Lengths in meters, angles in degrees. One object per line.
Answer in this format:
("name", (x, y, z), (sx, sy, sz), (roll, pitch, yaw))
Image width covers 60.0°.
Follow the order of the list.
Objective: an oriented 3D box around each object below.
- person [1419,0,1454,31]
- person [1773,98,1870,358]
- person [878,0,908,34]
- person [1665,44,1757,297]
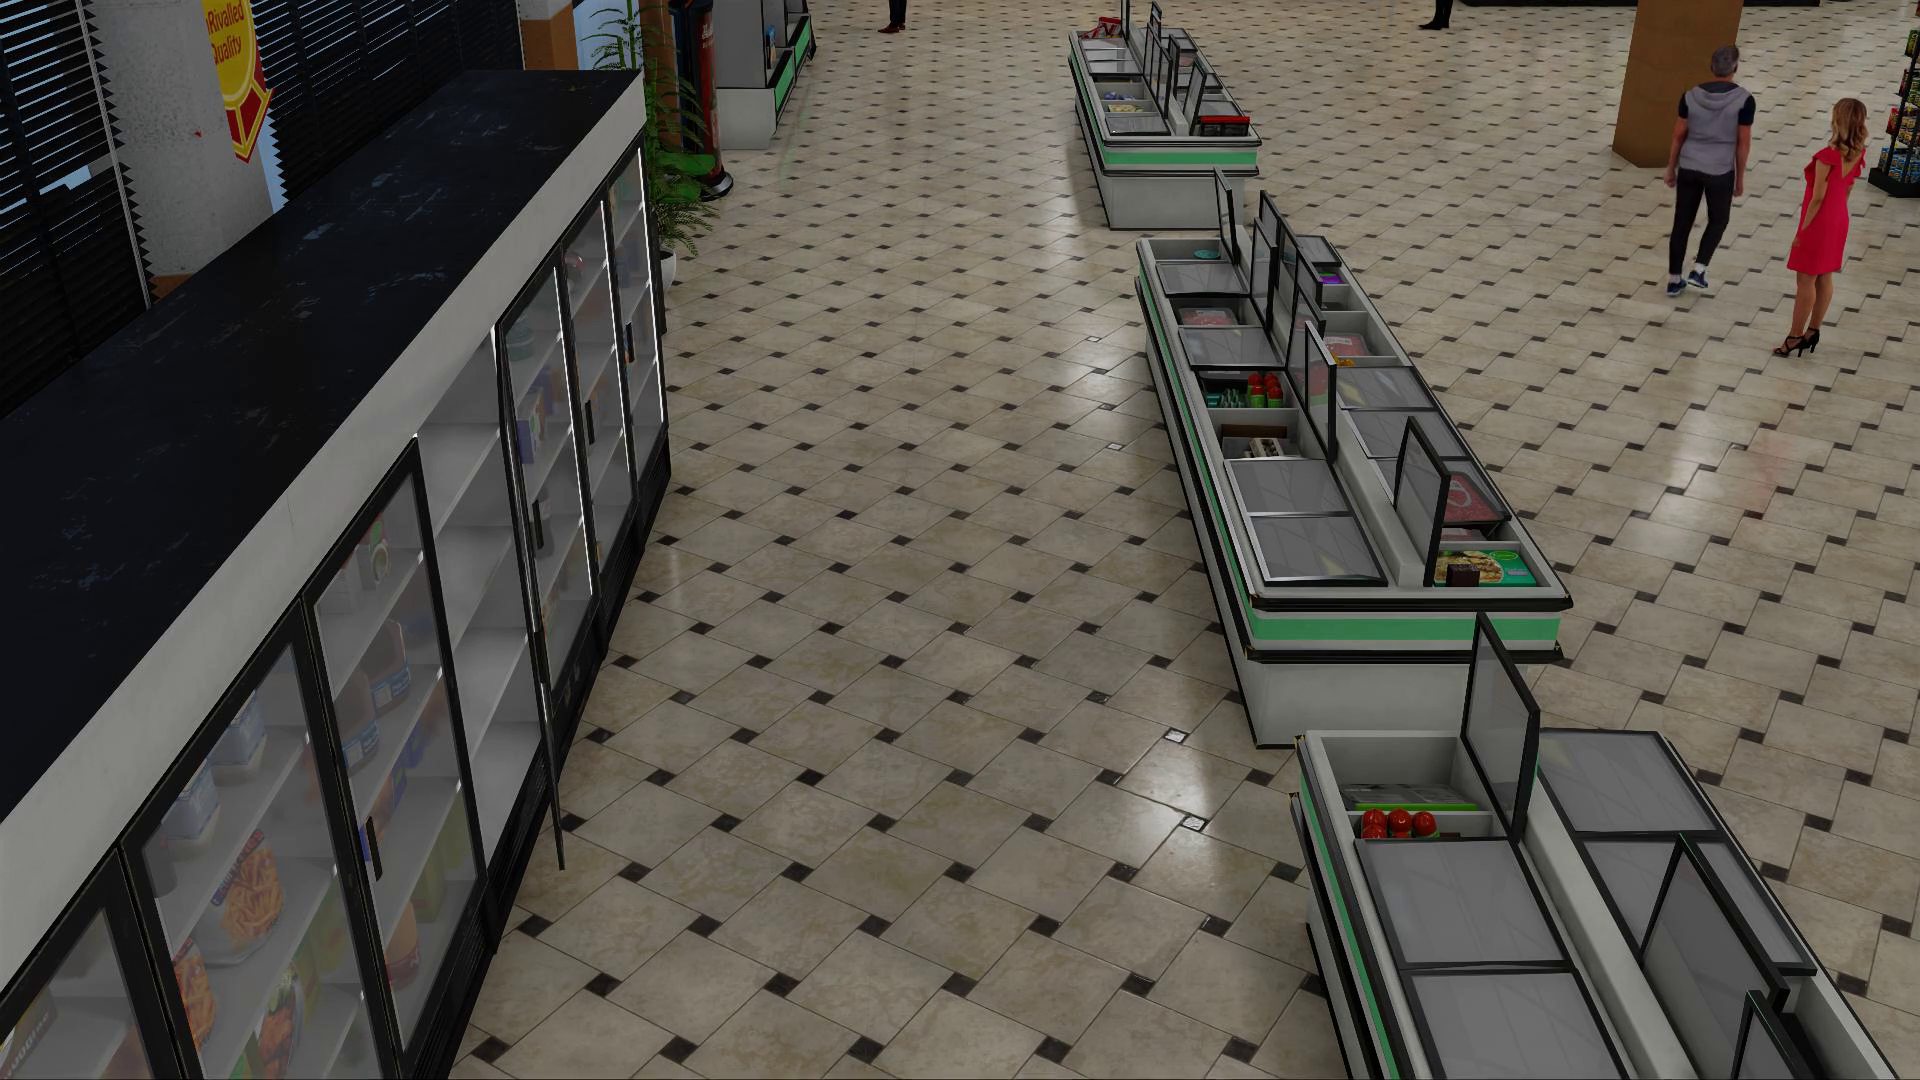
("person", (6.476, -7.803, 22.193), (0.834, 1.891, 0.770), (24, 35, 38))
("person", (5.757, -2.075, 11.077), (0.656, 1.729, 0.679), (-14, 30, -26))
("person", (-0.864, -7.683, 22.031), (0.841, 1.824, 0.708), (12, 29, 23))
("person", (5.399, -2.616, 12.109), (0.830, 1.760, 0.850), (18, 32, 32))
